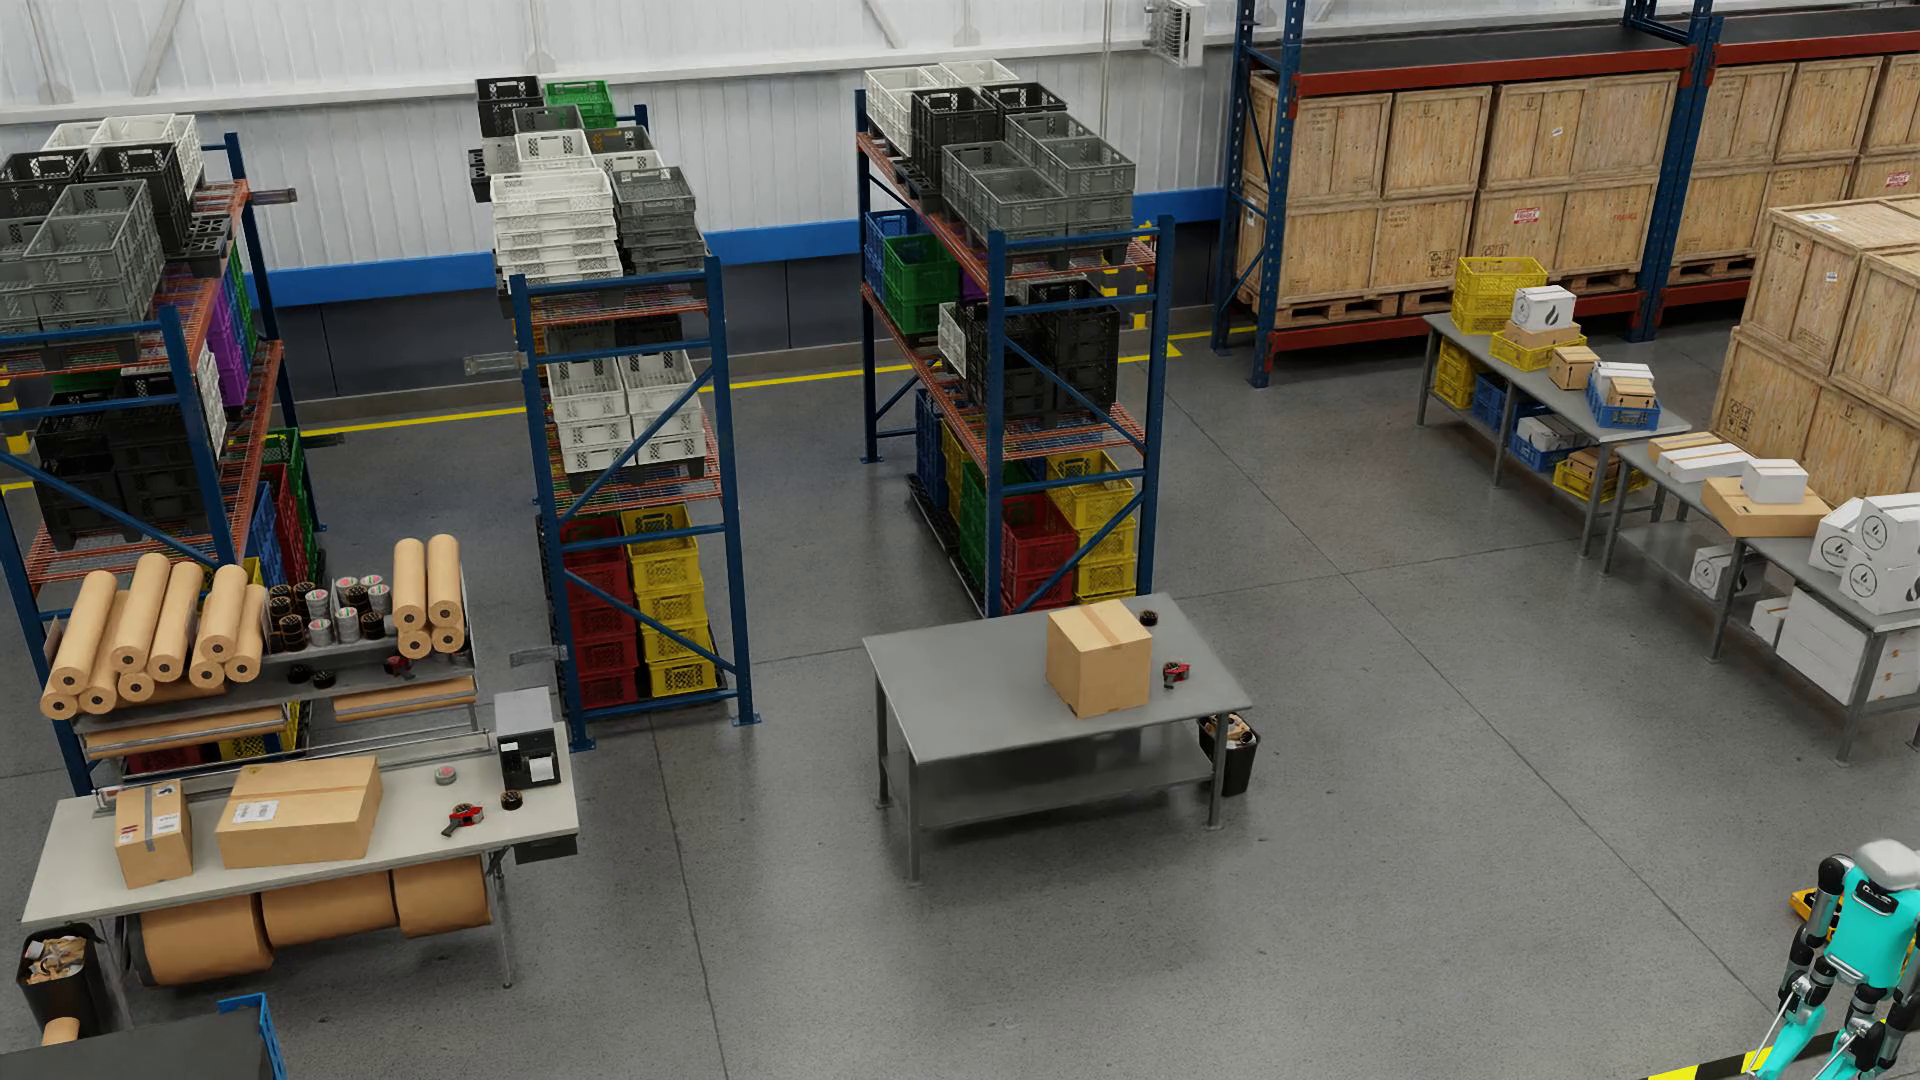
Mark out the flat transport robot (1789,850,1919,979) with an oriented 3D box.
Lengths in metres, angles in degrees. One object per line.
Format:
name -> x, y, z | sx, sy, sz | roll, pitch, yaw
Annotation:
flat transport robot -> 5.163, 1.916, 8.676 | 1.431, 0.231, 0.659 | -8, 30, -14

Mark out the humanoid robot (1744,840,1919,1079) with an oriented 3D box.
humanoid robot -> 3.498, 2.016, 6.829 | 0.735, 1.677, 0.533 | -16, 33, -27
